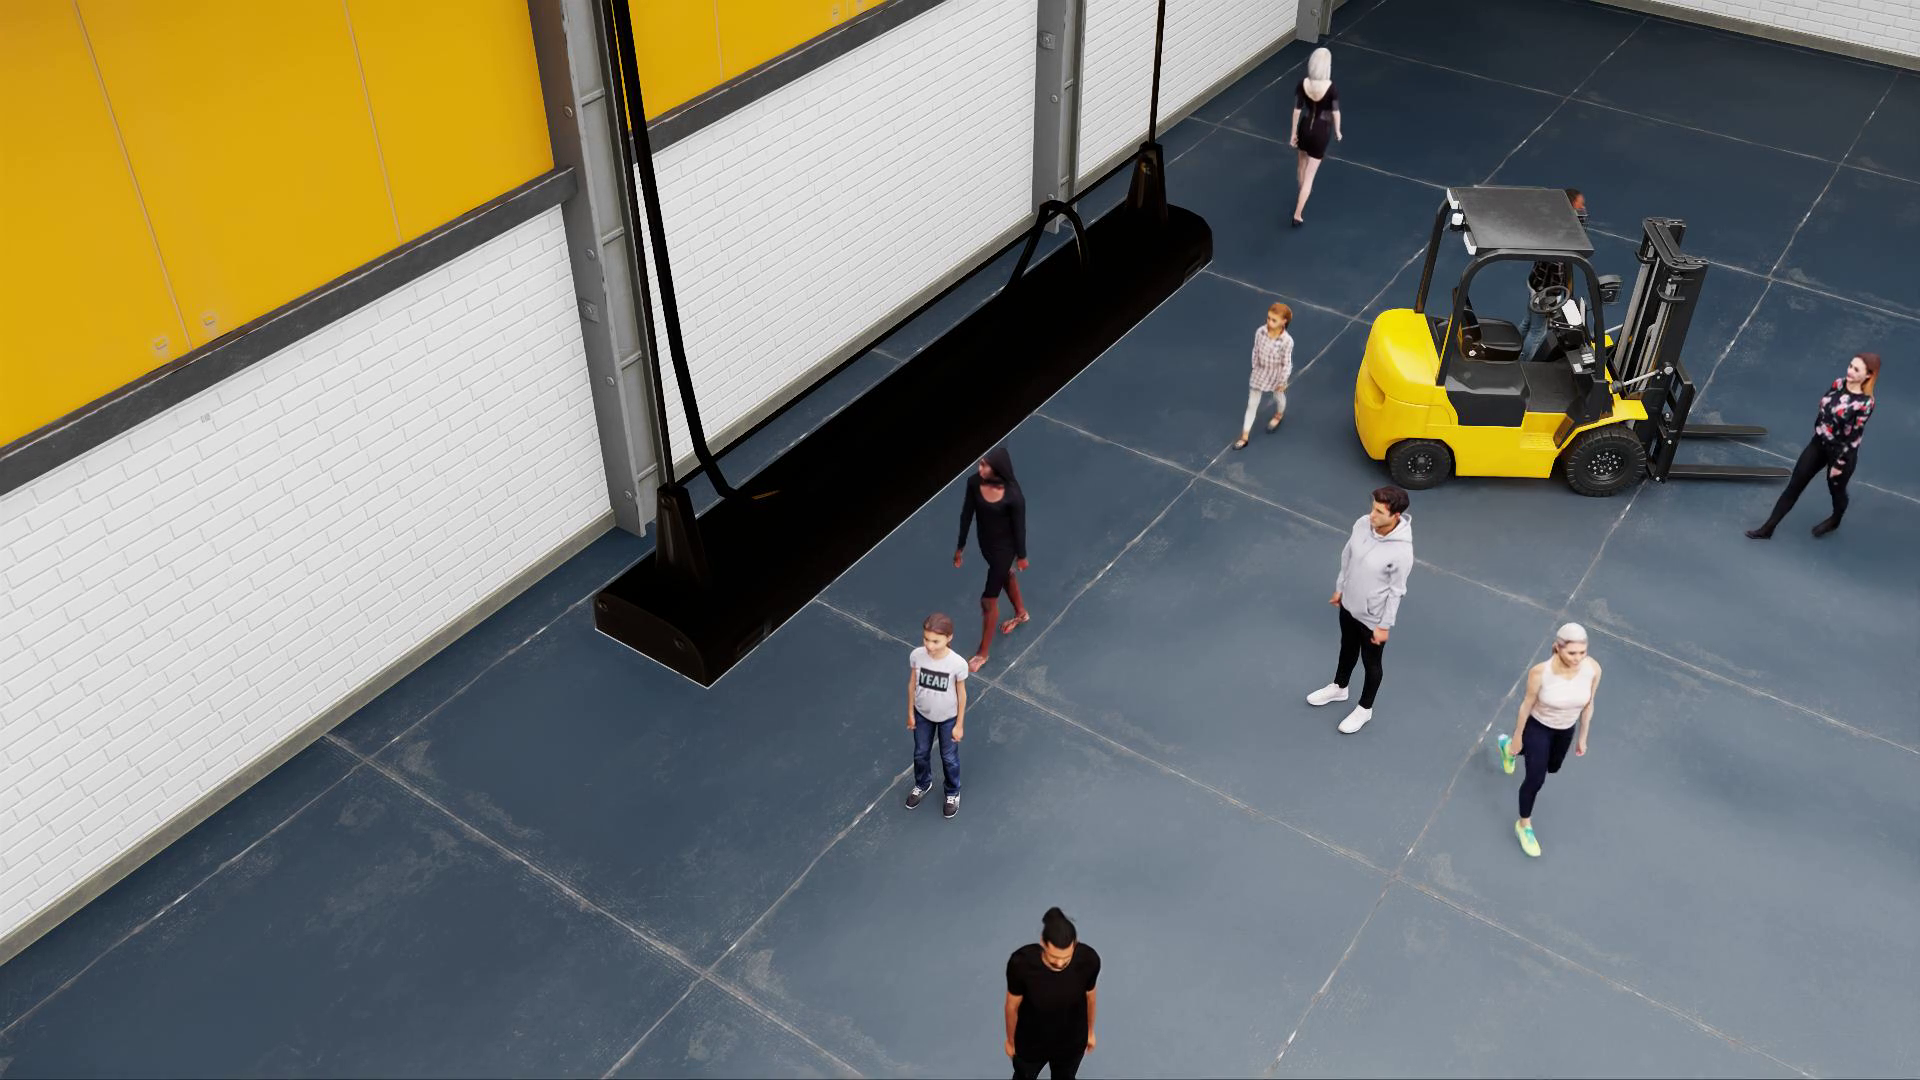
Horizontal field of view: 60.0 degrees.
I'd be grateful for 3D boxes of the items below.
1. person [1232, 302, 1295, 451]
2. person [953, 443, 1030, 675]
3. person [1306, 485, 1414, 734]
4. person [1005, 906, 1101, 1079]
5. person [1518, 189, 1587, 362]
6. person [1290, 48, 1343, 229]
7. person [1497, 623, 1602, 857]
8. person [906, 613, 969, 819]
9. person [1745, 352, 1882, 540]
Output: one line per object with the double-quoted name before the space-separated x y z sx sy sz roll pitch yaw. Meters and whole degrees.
"person" 2.581 -1.383 13.605 0.586 1.272 0.937 28 46 30
"person" 0.308 0.016 11.525 0.696 1.681 1.046 29 47 31
"person" 2.668 0.416 10.825 0.746 1.930 0.764 -21 43 -24
"person" 0.449 2.473 8.388 0.708 1.756 0.764 -6 39 -7
"person" 4.964 -2.148 14.124 0.804 1.818 0.659 4 39 5
"person" 3.447 -3.912 16.344 0.618 1.806 0.963 21 43 24
"person" 3.560 1.107 10.158 1.017 1.683 1.075 -6 39 -7
"person" -0.143 1.059 10.313 0.595 1.563 0.606 11 40 14
"person" 6.579 -0.663 12.410 1.133 1.637 0.999 -11 40 -14
